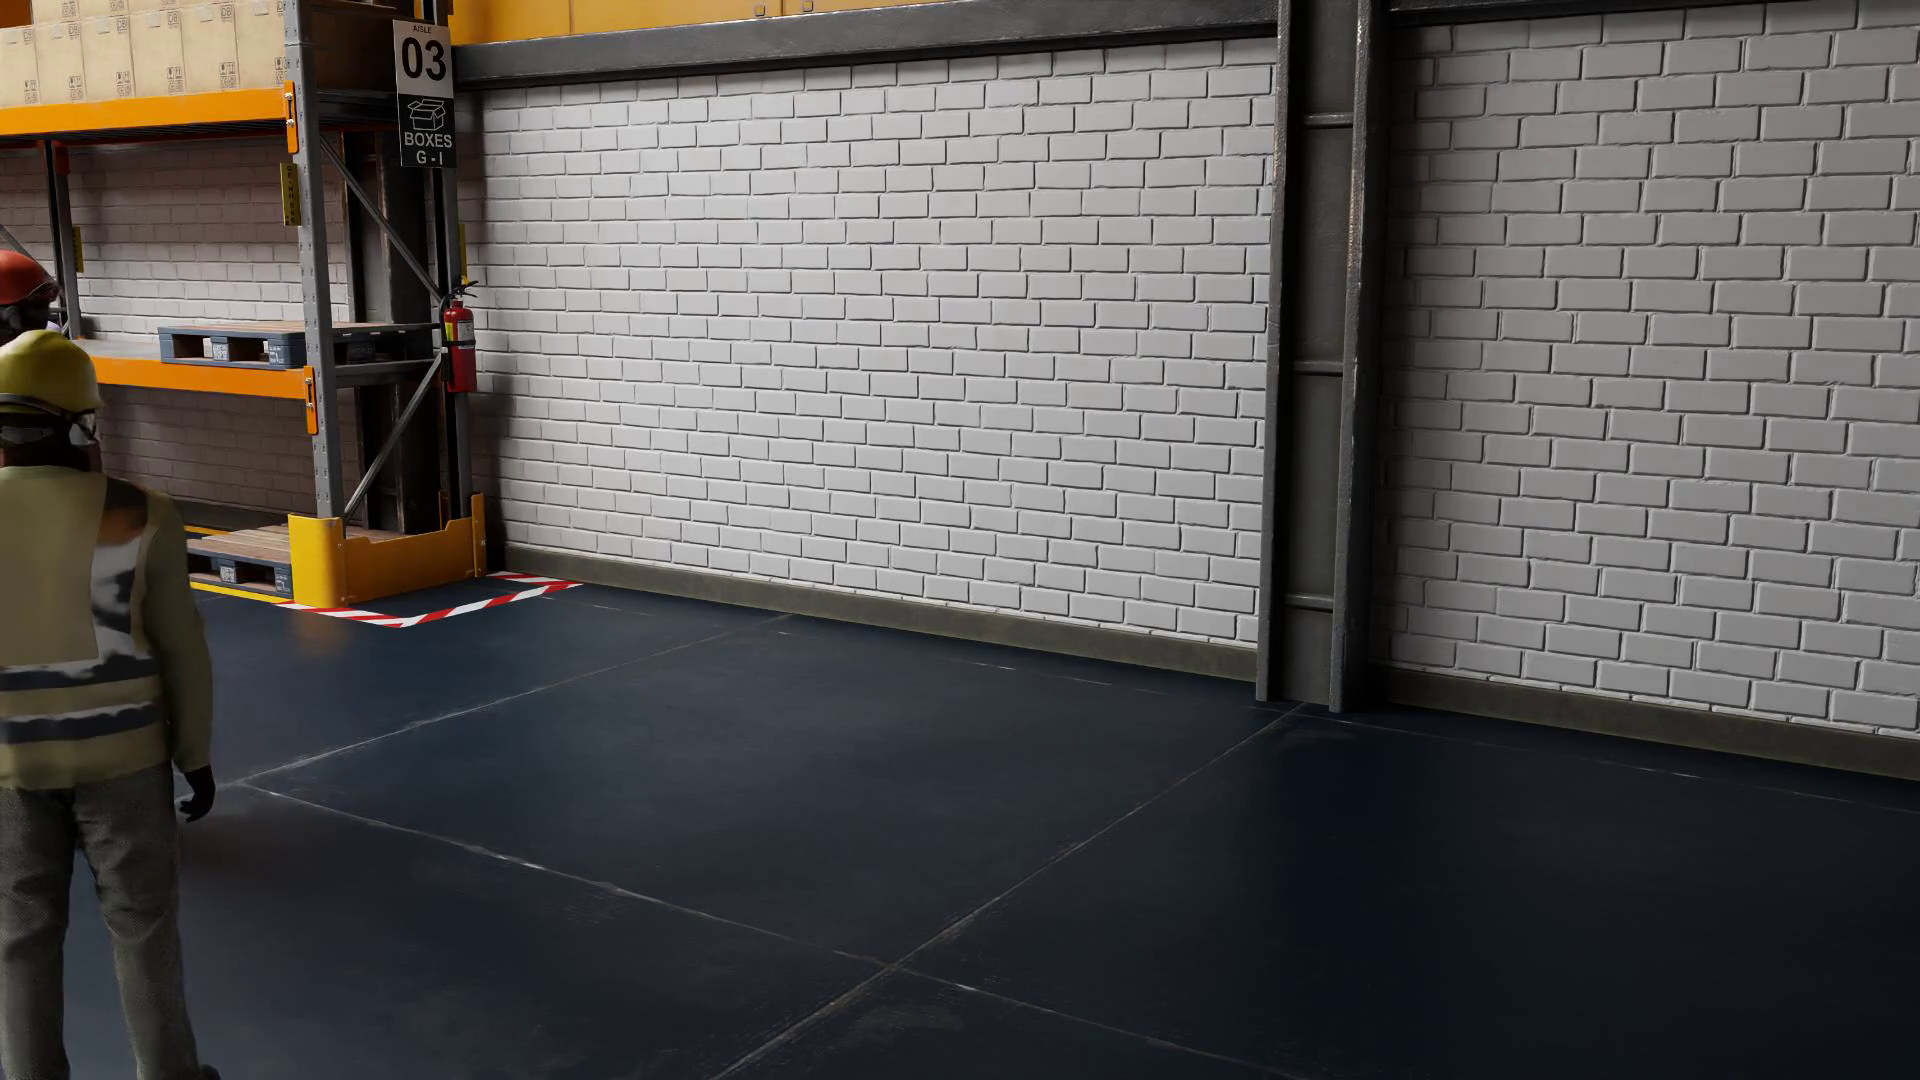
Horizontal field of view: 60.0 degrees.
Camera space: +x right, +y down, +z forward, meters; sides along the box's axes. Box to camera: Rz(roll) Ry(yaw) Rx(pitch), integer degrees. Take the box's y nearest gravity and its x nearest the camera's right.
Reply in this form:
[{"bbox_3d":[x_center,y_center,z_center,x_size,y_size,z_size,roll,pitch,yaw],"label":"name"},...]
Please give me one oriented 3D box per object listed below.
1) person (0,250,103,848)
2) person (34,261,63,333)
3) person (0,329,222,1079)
[{"bbox_3d":[-3.049,0.043,5.542,0.391,1.987,0.608,-4,11,-22],"label":"person"},{"bbox_3d":[-4.897,-0.514,8.788,0.630,1.932,0.361,5,11,26],"label":"person"},{"bbox_3d":[-1.955,0.459,3.666,0.600,1.829,0.404,-2,11,-13],"label":"person"}]
